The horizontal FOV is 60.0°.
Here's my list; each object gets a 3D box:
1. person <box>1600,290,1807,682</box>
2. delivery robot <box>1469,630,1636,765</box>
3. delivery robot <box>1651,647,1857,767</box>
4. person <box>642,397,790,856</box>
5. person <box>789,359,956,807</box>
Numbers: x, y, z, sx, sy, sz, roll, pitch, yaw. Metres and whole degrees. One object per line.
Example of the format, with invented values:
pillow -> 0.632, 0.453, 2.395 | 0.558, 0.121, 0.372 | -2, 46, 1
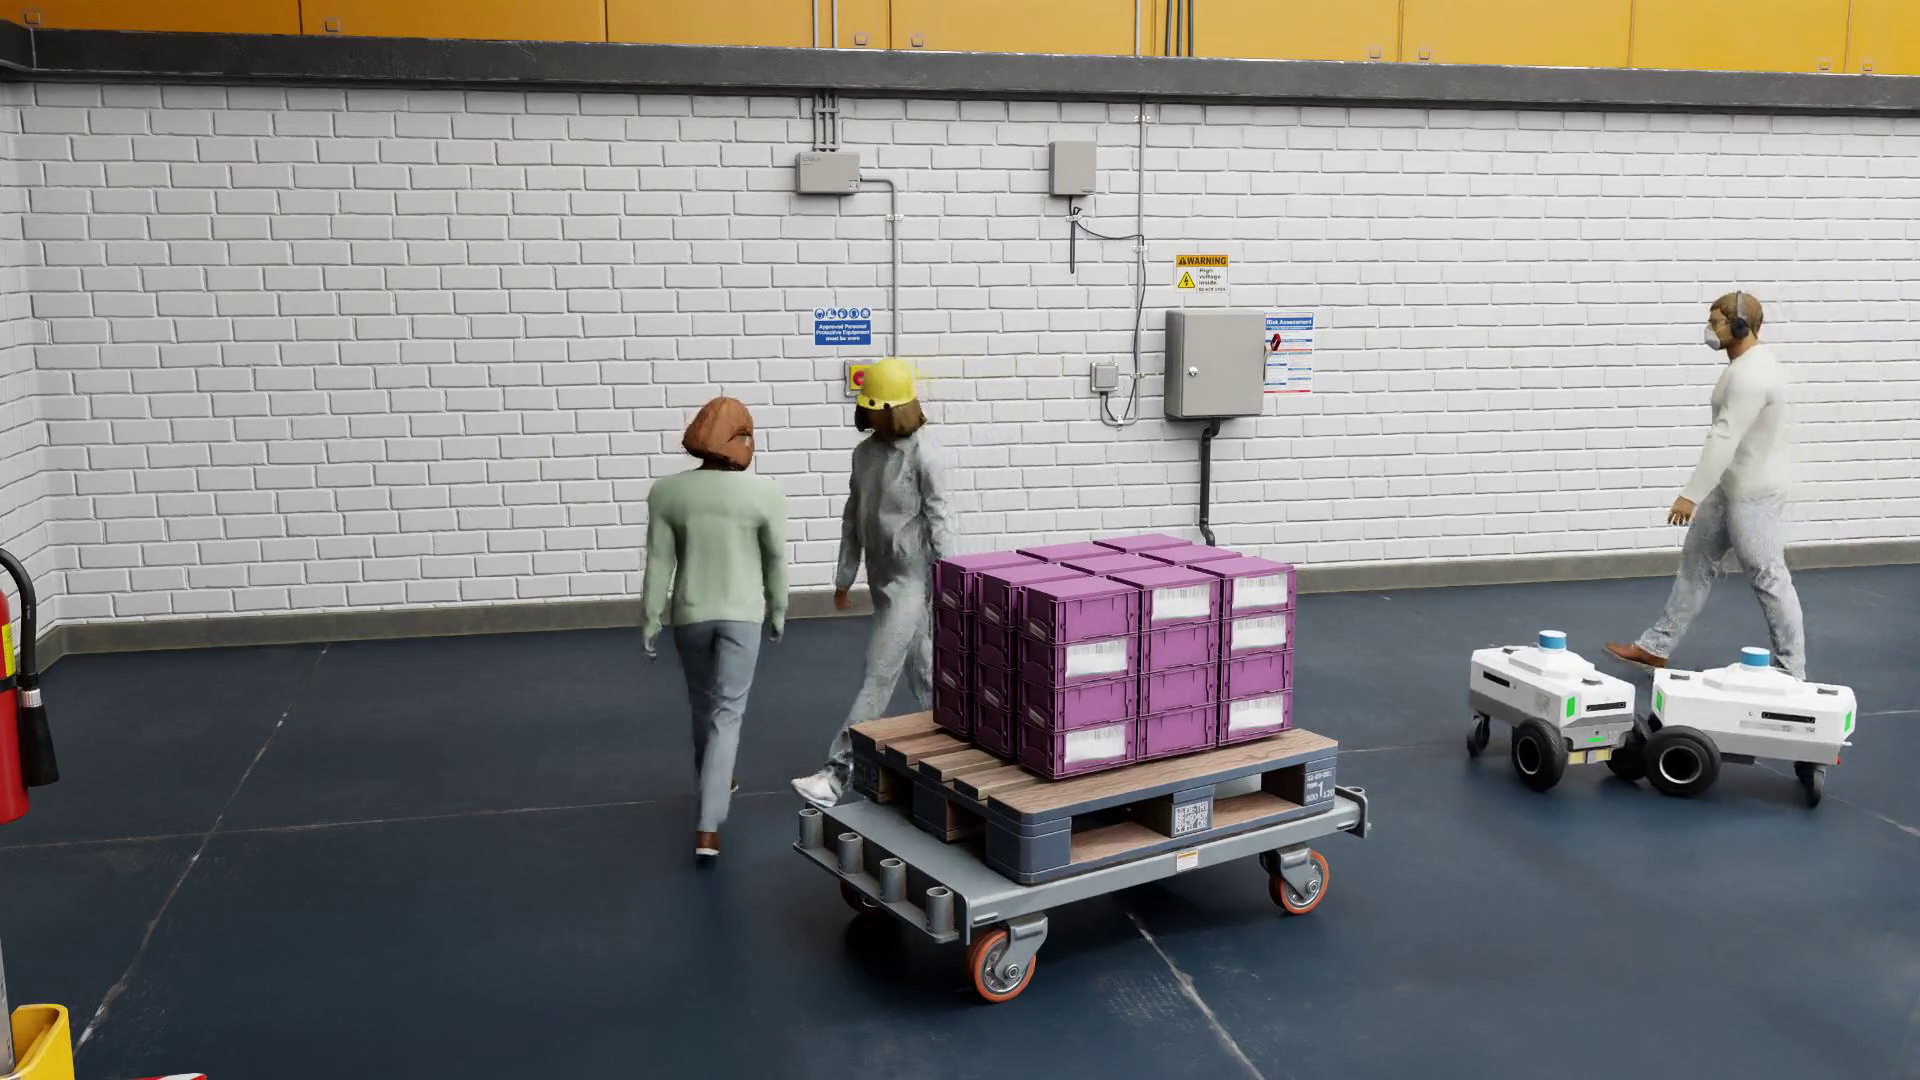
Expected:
person -> 3.551, -0.209, 7.808 | 0.993, 1.891, 0.648 | 4, 11, 19
delivery robot -> 2.378, 0.609, 6.714 | 0.477, 0.478, 0.707 | -3, 11, -16
delivery robot -> 3.062, 0.659, 6.436 | 0.707, 0.478, 0.477 | 4, 11, 24
person -> -0.868, 0.287, 5.909 | 0.517, 1.586, 0.845 | 1, 10, 6
person -> -0.317, 0.163, 6.281 | 0.925, 1.678, 0.518 | -8, 13, -39
